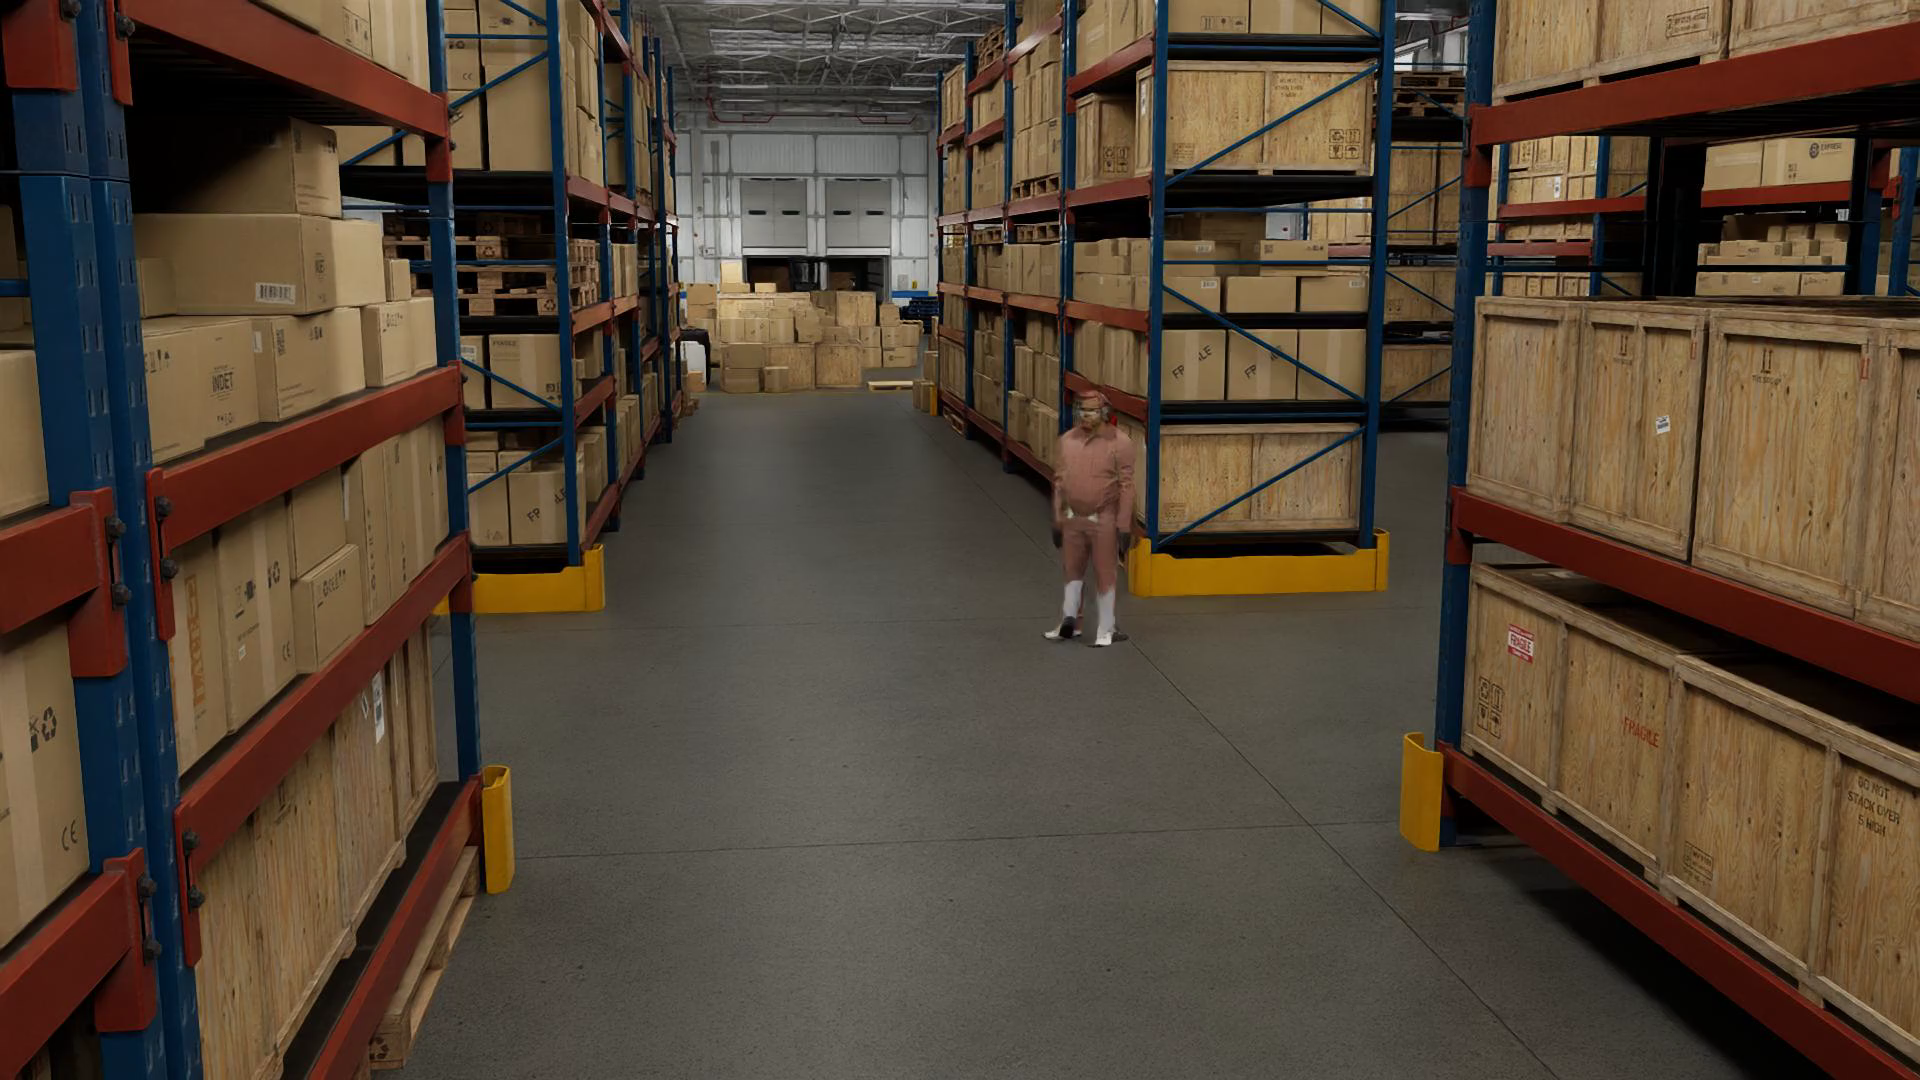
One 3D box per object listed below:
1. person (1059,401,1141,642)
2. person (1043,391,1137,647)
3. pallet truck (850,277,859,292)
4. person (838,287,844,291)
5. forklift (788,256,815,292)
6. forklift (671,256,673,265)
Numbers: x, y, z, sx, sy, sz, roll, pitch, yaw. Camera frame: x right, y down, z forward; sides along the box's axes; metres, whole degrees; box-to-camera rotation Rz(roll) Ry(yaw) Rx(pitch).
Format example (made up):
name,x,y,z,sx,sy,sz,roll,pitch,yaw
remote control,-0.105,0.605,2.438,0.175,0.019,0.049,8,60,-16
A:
name,x,y,z,sx,sy,sz,roll,pitch,yaw
person,1.004,-0.126,12.371,0.674,1.829,0.533,6,11,30
person,0.947,-0.152,12.342,0.723,1.899,0.405,6,11,31
pallet truck,-3.782,-9.391,65.808,1.885,1.965,0.823,2,10,10
person,-4.577,-8.851,63.699,0.313,1.642,0.513,3,10,14
forklift,-5.632,-8.715,59.305,1.129,2.768,1.873,-7,12,-35
forklift,-10.987,-9.066,61.344,1.129,2.768,1.873,-1,10,-7
